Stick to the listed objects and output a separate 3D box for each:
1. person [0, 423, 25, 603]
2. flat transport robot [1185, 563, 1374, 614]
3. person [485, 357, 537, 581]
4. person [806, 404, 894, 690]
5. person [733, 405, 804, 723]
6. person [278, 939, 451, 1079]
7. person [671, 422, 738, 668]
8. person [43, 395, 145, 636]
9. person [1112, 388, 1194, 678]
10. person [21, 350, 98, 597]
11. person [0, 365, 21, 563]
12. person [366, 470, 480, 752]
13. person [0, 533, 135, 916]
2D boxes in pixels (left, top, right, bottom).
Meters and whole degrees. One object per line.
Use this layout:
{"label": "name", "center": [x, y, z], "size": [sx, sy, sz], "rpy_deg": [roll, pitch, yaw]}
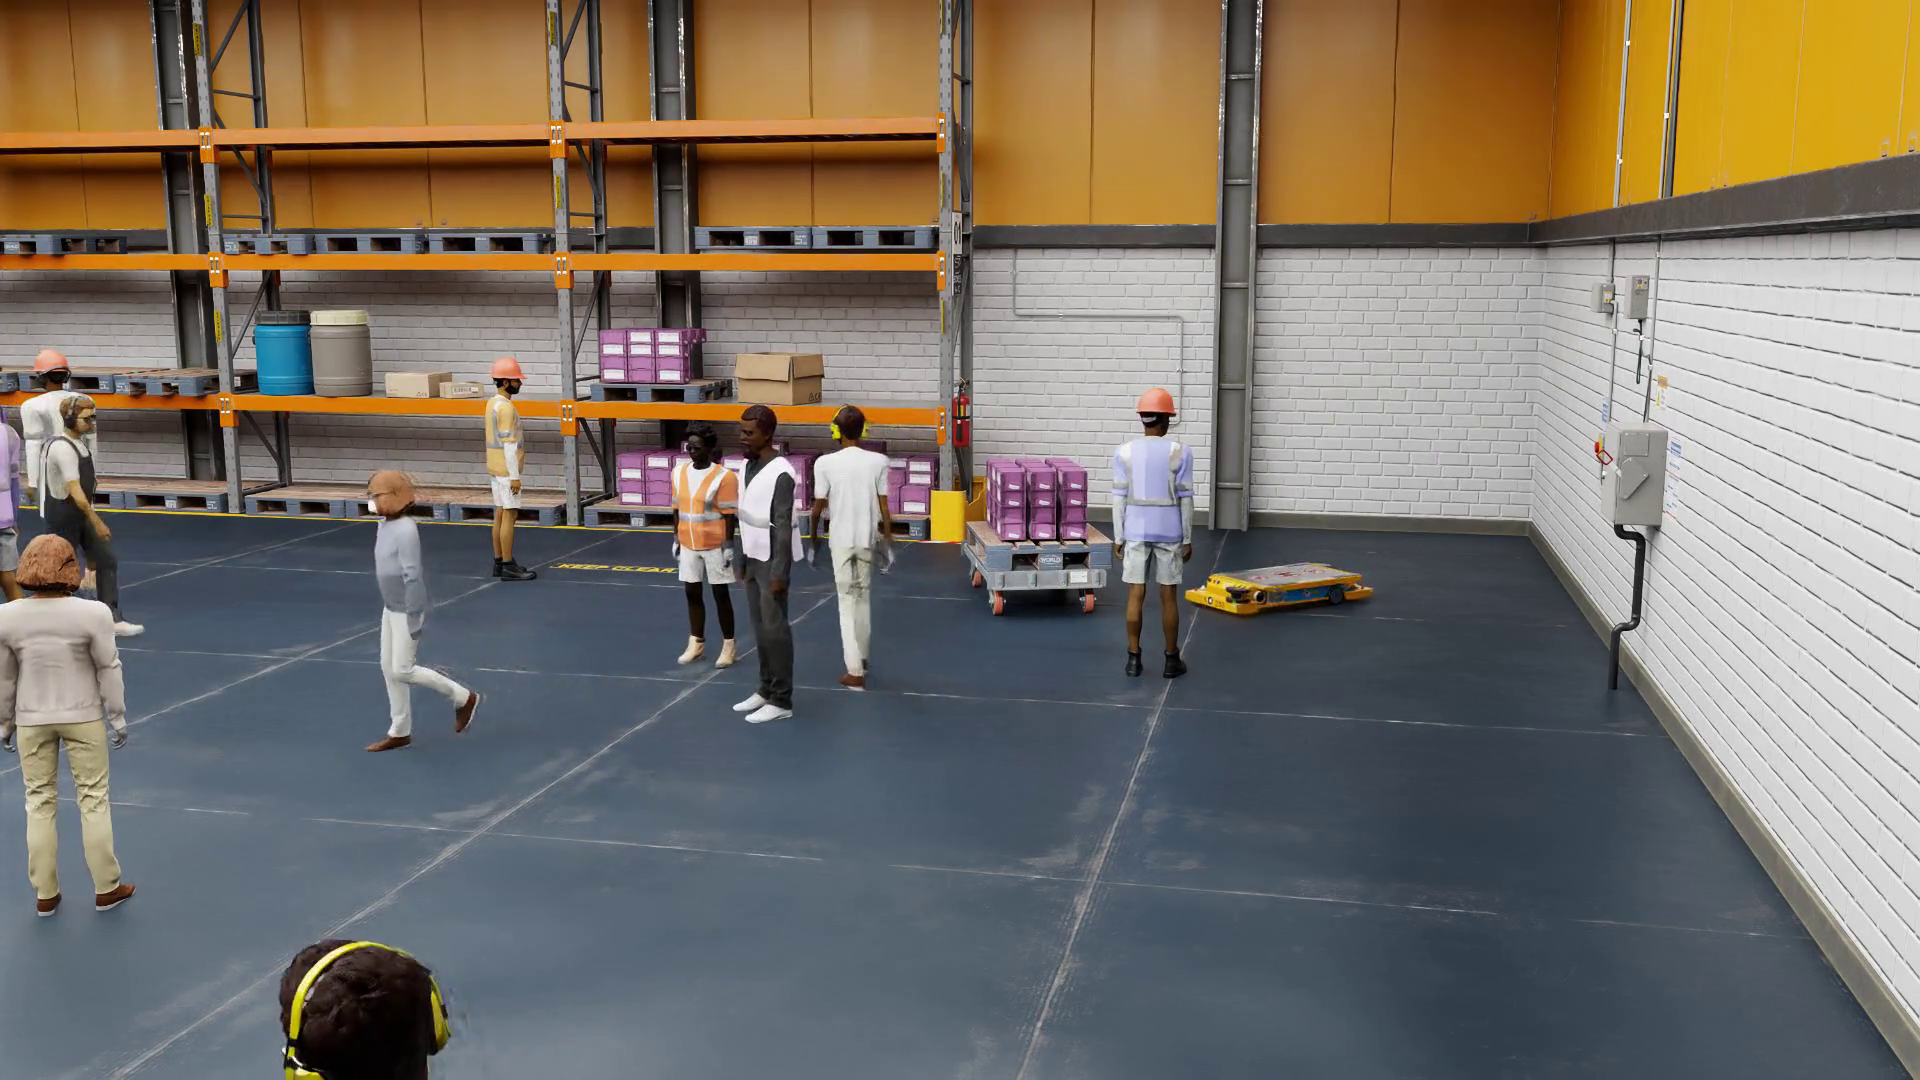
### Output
{"label": "person", "center": [-6.575, -0.113, 11.163], "size": [0.377, 2.045, 0.605], "rpy_deg": [2, 10, 11]}
{"label": "flat transport robot", "center": [2.599, 0.379, 13.490], "size": [1.431, 0.197, 0.652], "rpy_deg": [-5, 11, -29]}
{"label": "person", "center": [-3.909, -0.614, 14.445], "size": [0.365, 1.935, 0.553], "rpy_deg": [-5, 11, -28]}
{"label": "person", "center": [-0.745, 0.031, 10.924], "size": [0.521, 1.843, 0.728], "rpy_deg": [-4, 10, -21]}
{"label": "person", "center": [-1.170, 0.136, 10.076], "size": [0.416, 1.918, 0.594], "rpy_deg": [-5, 11, -28]}
{"label": "person", "center": [-0.767, 1.464, 2.489], "size": [0.544, 1.814, 0.864], "rpy_deg": [-7, 12, -35]}
{"label": "person", "center": [-1.741, 0.031, 11.373], "size": [0.537, 1.694, 0.321], "rpy_deg": [5, 11, 27]}
{"label": "person", "center": [-6.273, -0.133, 11.961], "size": [0.760, 1.810, 0.527], "rpy_deg": [-2, 10, -10]}
{"label": "person", "center": [1.287, -0.041, 11.074], "size": [0.542, 1.931, 0.376], "rpy_deg": [3, 10, 16]}
{"label": "person", "center": [-7.410, -0.542, 13.710], "size": [0.370, 2.044, 0.608], "rpy_deg": [5, 11, 29]}
{"label": "person", "center": [-8.850, -0.686, 15.154], "size": [0.570, 1.840, 0.372], "rpy_deg": [7, 12, 37]}
{"label": "person", "center": [-3.090, 0.397, 9.412], "size": [0.531, 1.619, 0.505], "rpy_deg": [-7, 12, -34]}
{"label": "person", "center": [-3.815, 0.784, 7.067], "size": [0.508, 1.632, 0.265], "rpy_deg": [-2, 10, -12]}
